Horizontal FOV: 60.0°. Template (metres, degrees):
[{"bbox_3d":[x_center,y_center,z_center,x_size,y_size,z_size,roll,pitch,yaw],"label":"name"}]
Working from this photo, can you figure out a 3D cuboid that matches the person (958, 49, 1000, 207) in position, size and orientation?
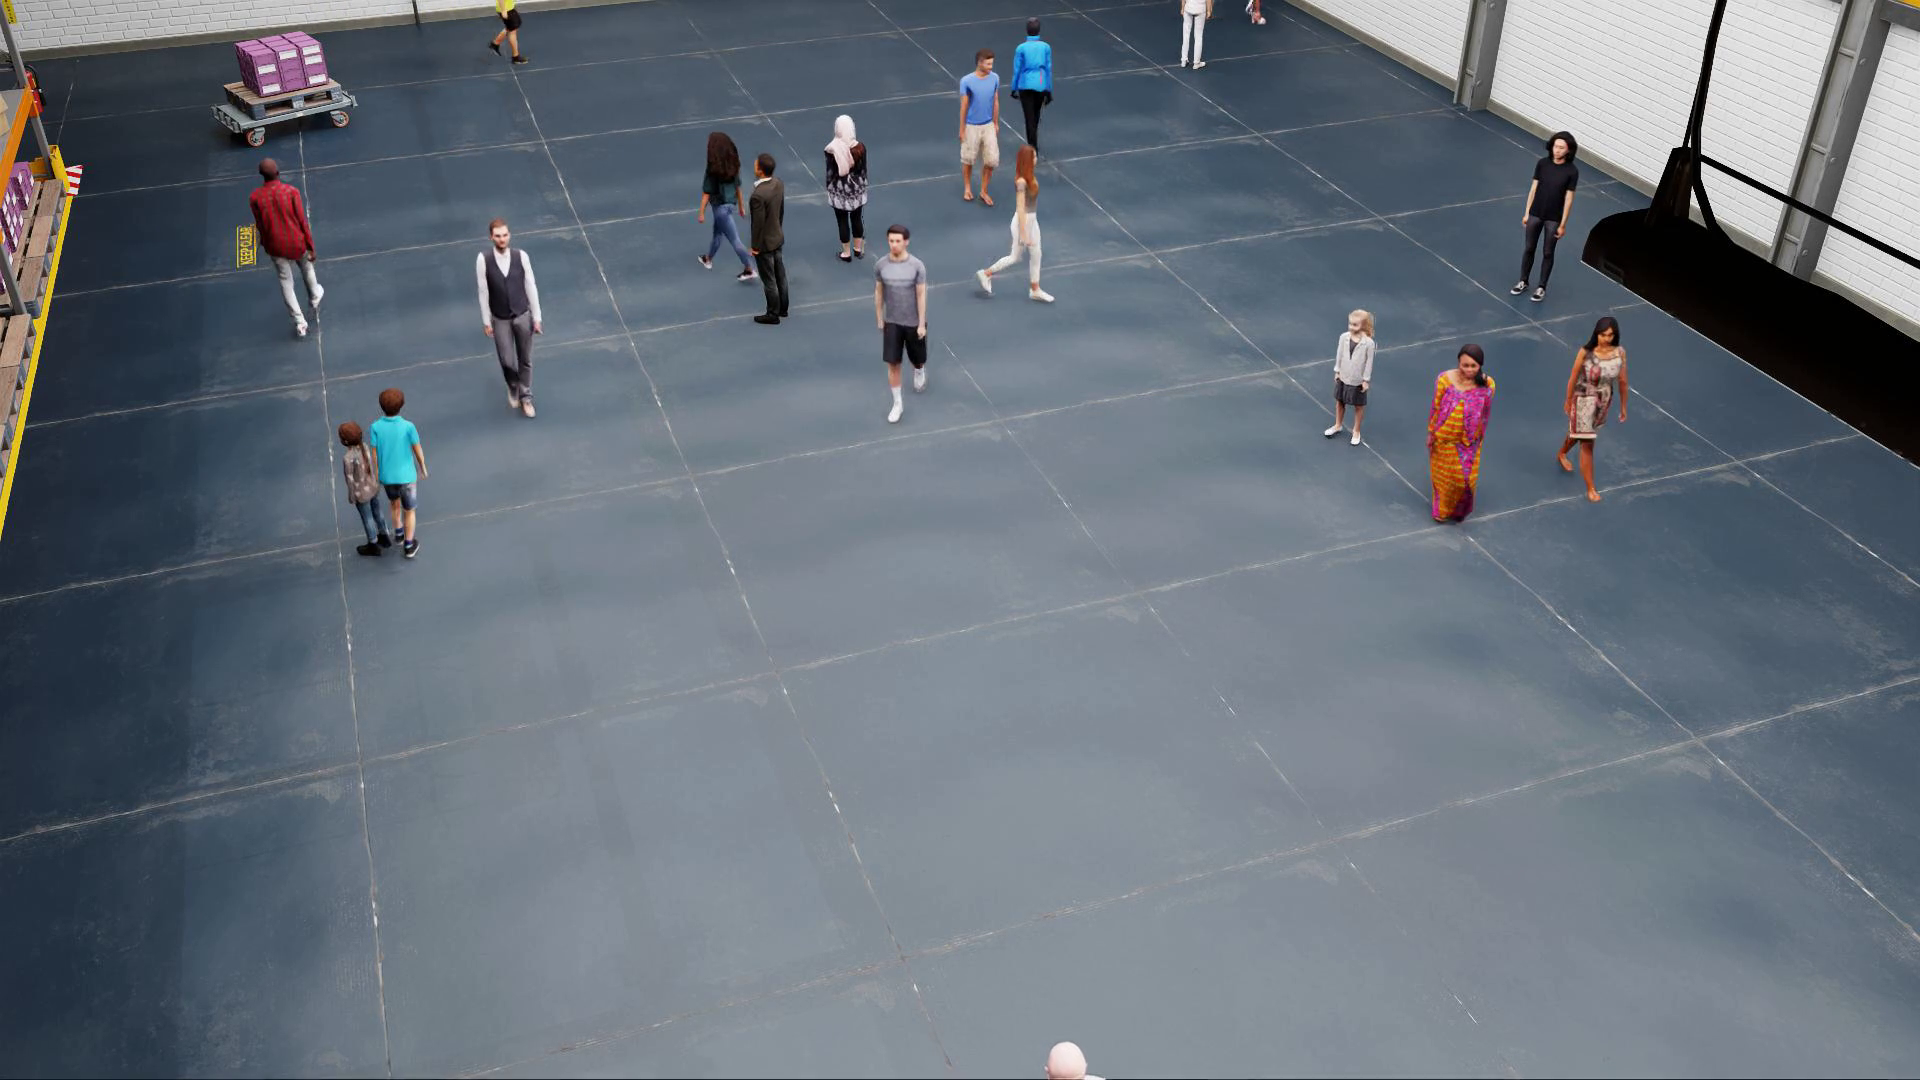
[{"bbox_3d":[0.196,-4.949,19.752,0.717,1.837,0.844,-8,34,-12],"label":"person"}]

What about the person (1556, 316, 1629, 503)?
[{"bbox_3d":[5.414,-1.212,14.351,0.782,1.592,1.199,-5,34,-7],"label":"person"}]

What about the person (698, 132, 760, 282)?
[{"bbox_3d":[-2.475,-3.538,17.876,1.229,1.563,1.042,22,39,29],"label":"person"}]

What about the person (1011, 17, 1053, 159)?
[{"bbox_3d":[0.926,-5.566,20.768,0.726,1.740,1.178,-7,34,-10],"label":"person"}]

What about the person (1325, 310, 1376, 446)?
[{"bbox_3d":[3.579,-1.491,15.057,0.580,1.274,0.658,20,38,27],"label":"person"}]

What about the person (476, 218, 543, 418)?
[{"bbox_3d":[-4.162,-2.089,15.367,0.679,1.927,0.660,-12,36,-18],"label":"person"}]

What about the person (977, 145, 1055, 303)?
[{"bbox_3d":[0.584,-3.286,17.377,1.050,1.697,1.076,9,35,13],"label":"person"}]

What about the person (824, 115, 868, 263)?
[{"bbox_3d":[-1.239,-3.869,18.306,0.617,1.638,0.610,-12,35,-17],"label":"person"}]

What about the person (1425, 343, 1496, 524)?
[{"bbox_3d":[4.142,-0.919,13.852,0.827,1.656,0.885,9,35,14],"label":"person"}]

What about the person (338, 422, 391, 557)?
[{"bbox_3d":[-4.845,-0.422,13.521,0.609,1.195,0.530,8,34,12],"label":"person"}]

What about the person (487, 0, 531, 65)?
[{"bbox_3d":[-6.649,-7.737,24.078,0.831,1.691,0.861,-2,34,-3],"label":"person"}]

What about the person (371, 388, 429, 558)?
[{"bbox_3d":[-4.573,-0.515,13.459,0.628,1.419,0.711,-5,34,-8],"label":"person"}]

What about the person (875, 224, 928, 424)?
[{"bbox_3d":[-0.491,-2.061,15.400,0.981,1.844,1.148,7,34,10],"label":"person"}]

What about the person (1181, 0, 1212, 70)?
[{"bbox_3d":[3.388,-7.669,23.993,0.679,1.671,0.749,16,37,23],"label":"person"}]

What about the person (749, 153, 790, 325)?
[{"bbox_3d":[-1.951,-3.083,16.973,0.793,1.805,0.726,14,36,20],"label":"person"}]

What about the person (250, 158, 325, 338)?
[{"bbox_3d":[-6.791,-2.921,16.752,0.823,1.780,1.196,-6,34,-9],"label":"person"}]

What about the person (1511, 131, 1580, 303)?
[{"bbox_3d":[6.175,-3.427,17.469,0.627,1.829,0.763,27,42,34],"label":"person"}]
